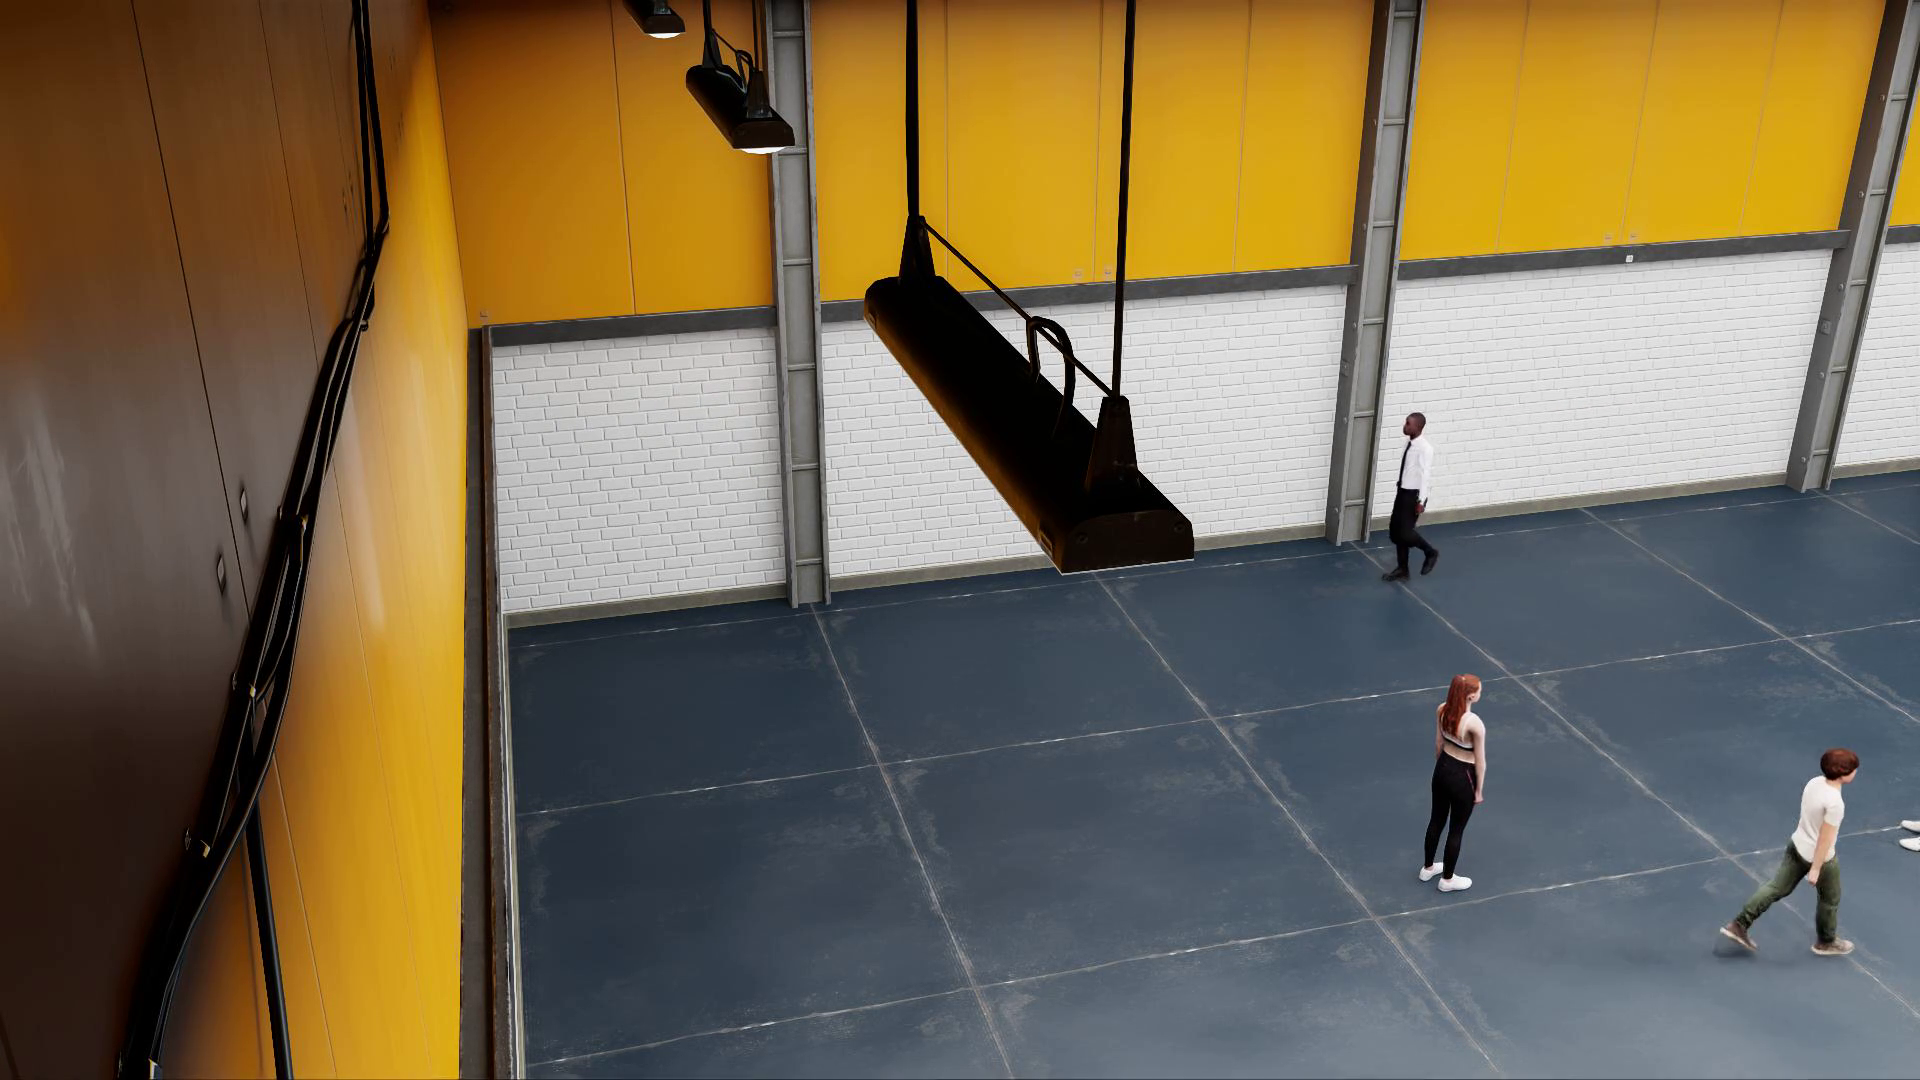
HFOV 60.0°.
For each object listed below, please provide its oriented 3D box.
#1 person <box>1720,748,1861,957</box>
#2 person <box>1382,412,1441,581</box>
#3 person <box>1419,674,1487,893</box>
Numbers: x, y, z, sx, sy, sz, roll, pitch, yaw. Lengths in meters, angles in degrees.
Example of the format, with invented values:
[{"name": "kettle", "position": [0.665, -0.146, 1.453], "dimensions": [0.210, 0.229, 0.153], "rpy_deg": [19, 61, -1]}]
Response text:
[{"name": "person", "position": [5.704, 2.156, 11.336], "dimensions": [1.212, 1.613, 0.775], "rpy_deg": [0, 24, -1]}, {"name": "person", "position": [4.695, -0.429, 16.986], "dimensions": [0.809, 1.824, 0.674], "rpy_deg": [-5, 24, -11]}, {"name": "person", "position": [3.591, 1.753, 12.097], "dimensions": [0.614, 1.742, 0.643], "rpy_deg": [-14, 27, -29]}]
